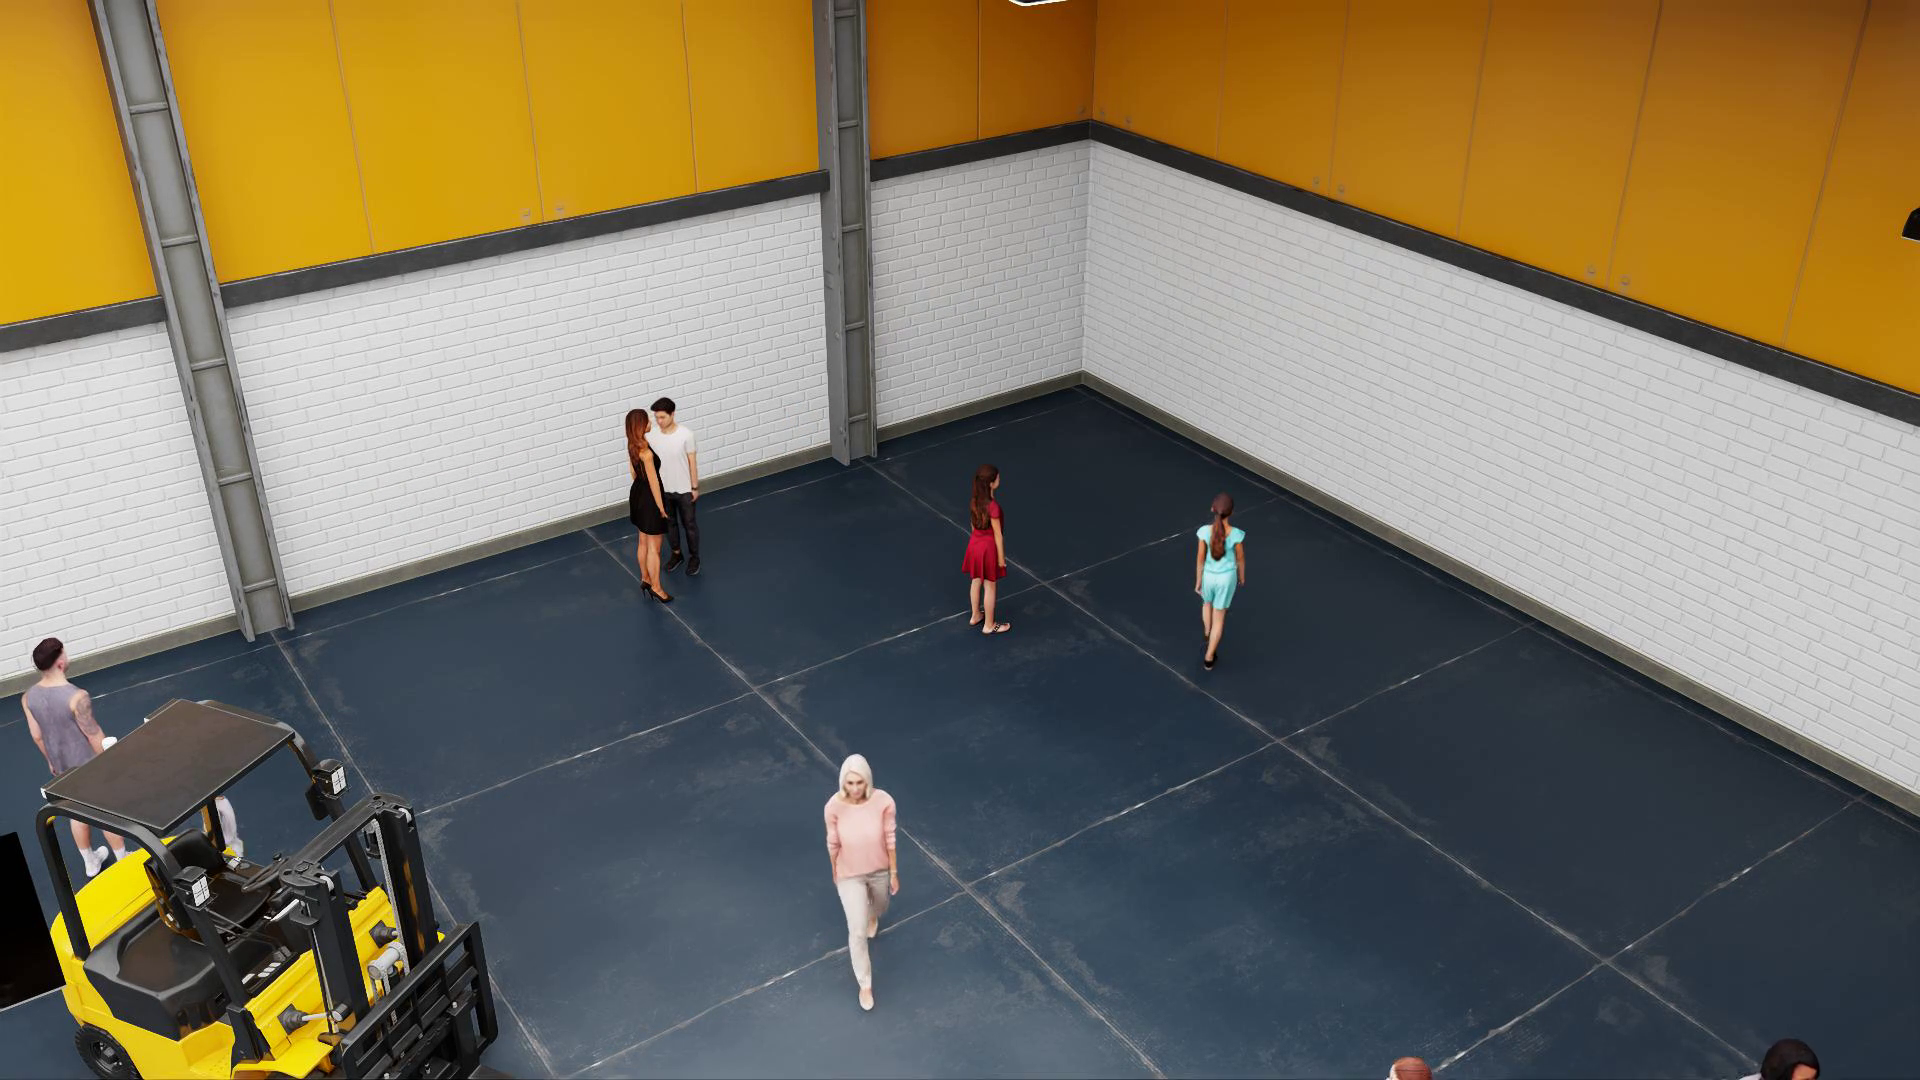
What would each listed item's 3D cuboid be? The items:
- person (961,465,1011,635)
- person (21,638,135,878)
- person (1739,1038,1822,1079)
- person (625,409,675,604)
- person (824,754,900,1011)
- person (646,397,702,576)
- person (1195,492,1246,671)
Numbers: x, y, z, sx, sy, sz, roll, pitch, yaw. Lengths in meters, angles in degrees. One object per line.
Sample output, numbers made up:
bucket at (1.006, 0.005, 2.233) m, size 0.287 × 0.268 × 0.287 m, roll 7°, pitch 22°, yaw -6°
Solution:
person at (0.221, 0.065, 14.123) m, size 0.594 × 1.554 × 0.531 m, roll -20°, pitch 34°, yaw -32°
person at (-5.924, 1.480, 11.162) m, size 0.711 × 1.837 × 0.797 m, roll 3°, pitch 29°, yaw 6°
person at (4.008, 3.089, 8.558) m, size 1.047 × 1.575 × 0.855 m, roll -11°, pitch 30°, yaw -19°
person at (-2.720, -0.294, 14.487) m, size 0.509 × 1.835 × 0.571 m, roll -19°, pitch 34°, yaw -31°
person at (-0.593, 2.016, 10.392) m, size 1.071 × 1.702 × 0.928 m, roll -5°, pitch 29°, yaw -9°
person at (-2.564, -0.514, 15.015) m, size 0.710 × 1.715 × 0.763 m, roll 6°, pitch 29°, yaw 11°
person at (2.102, 0.358, 13.603) m, size 0.830 × 1.537 × 0.955 m, roll 11°, pitch 30°, yaw 19°
